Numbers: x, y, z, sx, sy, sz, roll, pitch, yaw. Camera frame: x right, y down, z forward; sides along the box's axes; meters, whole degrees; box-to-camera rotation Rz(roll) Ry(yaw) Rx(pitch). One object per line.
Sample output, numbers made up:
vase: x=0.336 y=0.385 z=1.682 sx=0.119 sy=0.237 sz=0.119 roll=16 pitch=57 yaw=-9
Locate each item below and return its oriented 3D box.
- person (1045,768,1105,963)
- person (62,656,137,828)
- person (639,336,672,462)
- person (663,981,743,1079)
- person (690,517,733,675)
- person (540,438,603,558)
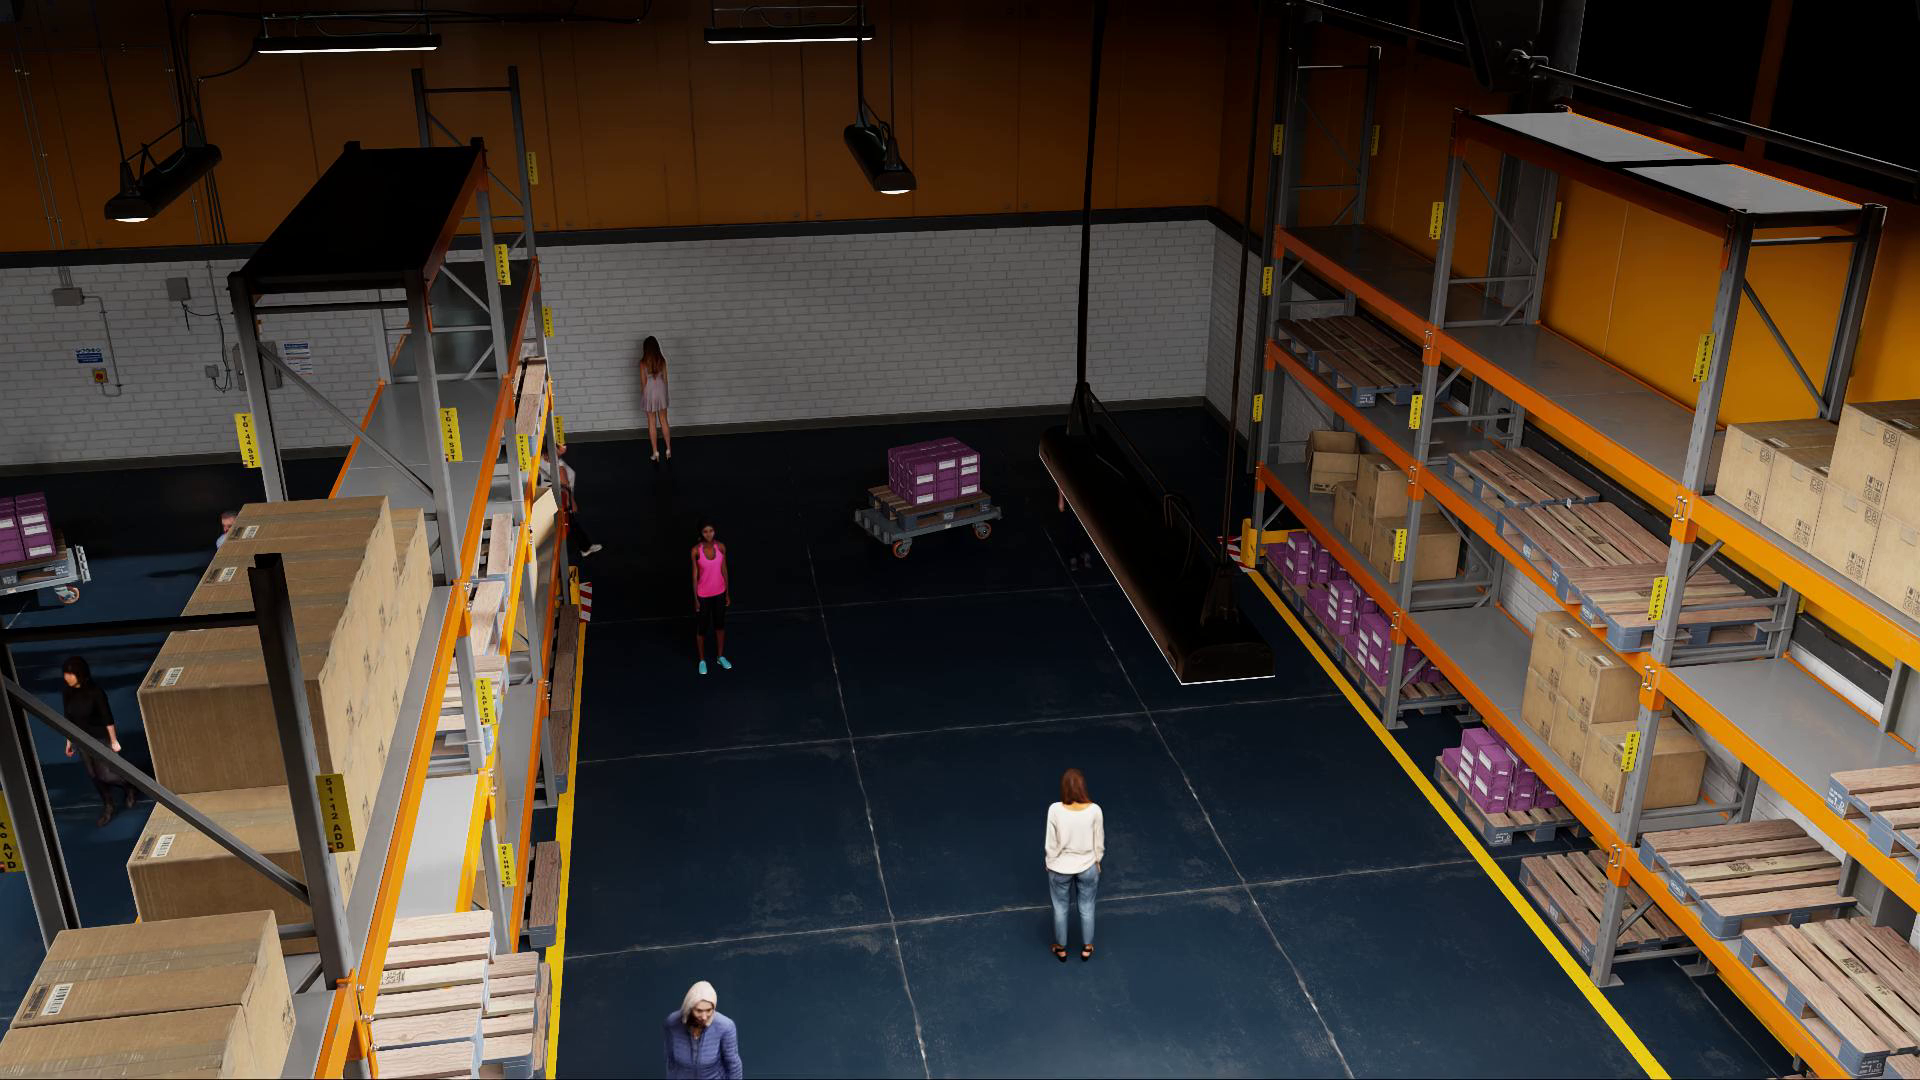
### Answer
person: x=0.877 y=2.515 z=12.840 sx=0.658 sy=1.680 sz=0.615 roll=1 pitch=24 yaw=3
person: x=-7.610 y=1.732 z=14.692 sx=0.693 sy=1.631 sz=0.771 roll=4 pitch=24 yaw=9
person: x=-4.204 y=-1.952 z=22.947 sx=0.625 sy=1.768 sz=0.647 roll=-10 pitch=26 yaw=-22
person: x=-1.659 y=3.441 z=10.699 sx=0.751 sy=1.698 sz=0.998 roll=2 pitch=24 yaw=4
person: x=-2.594 y=0.552 z=17.278 sx=0.610 sy=1.722 sz=0.613 roll=-10 pitch=26 yaw=-22
person: x=-4.782 y=-0.433 z=19.627 sx=1.020 sy=1.644 sz=1.142 roll=-15 pitch=28 yaw=-31
